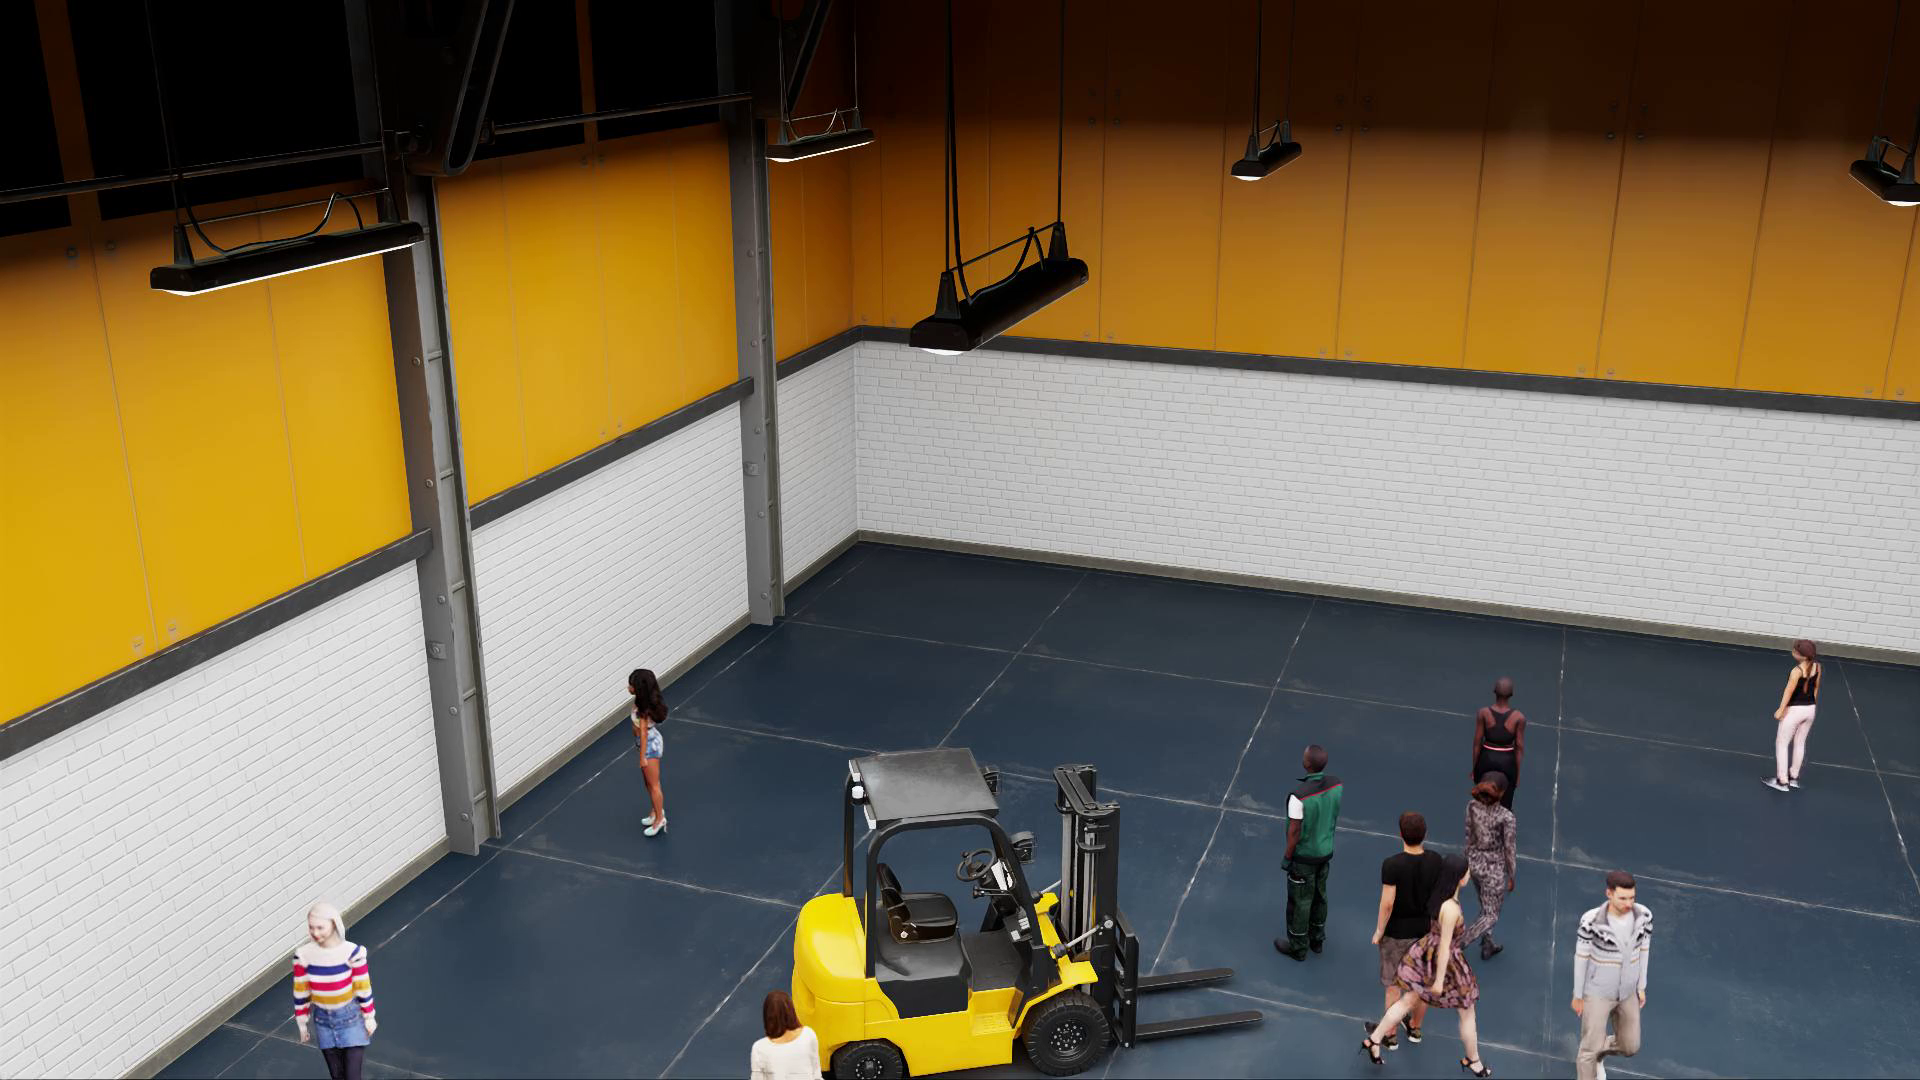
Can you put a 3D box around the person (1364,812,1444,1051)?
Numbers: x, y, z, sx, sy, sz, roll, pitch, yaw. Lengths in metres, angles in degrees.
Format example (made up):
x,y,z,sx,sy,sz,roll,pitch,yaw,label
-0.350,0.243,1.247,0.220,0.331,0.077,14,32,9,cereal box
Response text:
x,y,z,sx,sy,sz,roll,pitch,yaw,label
3.251,2.831,12.091,0.764,1.861,0.795,-6,19,-16,person

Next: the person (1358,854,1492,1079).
x,y,z,sx,sy,sz,roll,pitch,yaw,label
3.270,3.032,11.708,0.940,1.725,1.182,0,19,1,person

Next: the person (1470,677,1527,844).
x,y,z,sx,sy,sz,roll,pitch,yaw,label
4.716,2.025,14.647,0.572,1.757,0.526,6,20,18,person

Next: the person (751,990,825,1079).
x,y,z,sx,sy,sz,roll,pitch,yaw,label
-1.029,3.555,10.236,0.799,1.673,0.859,-8,20,-22,person

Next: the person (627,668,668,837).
x,y,z,sx,sy,sz,roll,pitch,yaw,label
-2.844,1.916,15.184,0.725,1.621,0.646,-4,19,-11,person

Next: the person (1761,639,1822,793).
x,y,z,sx,sy,sz,roll,pitch,yaw,label
8.095,1.663,16.051,0.673,1.548,0.707,-1,19,-2,person

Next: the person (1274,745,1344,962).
x,y,z,sx,sy,sz,roll,pitch,yaw,label
2.780,2.468,13.203,0.754,1.840,0.846,-12,22,-32,person

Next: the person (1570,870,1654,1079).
x,y,z,sx,sy,sz,roll,pitch,yaw,label
4.438,3.057,11.460,0.883,1.835,0.951,-3,19,-8,person

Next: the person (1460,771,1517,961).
x,y,z,sx,sy,sz,roll,pitch,yaw,label
4.071,2.619,12.984,1.109,1.693,0.963,-13,22,-33,person

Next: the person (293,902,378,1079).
x,y,z,sx,sy,sz,roll,pitch,yaw,label
-4.115,3.188,11.132,0.741,1.798,0.734,1,19,2,person
